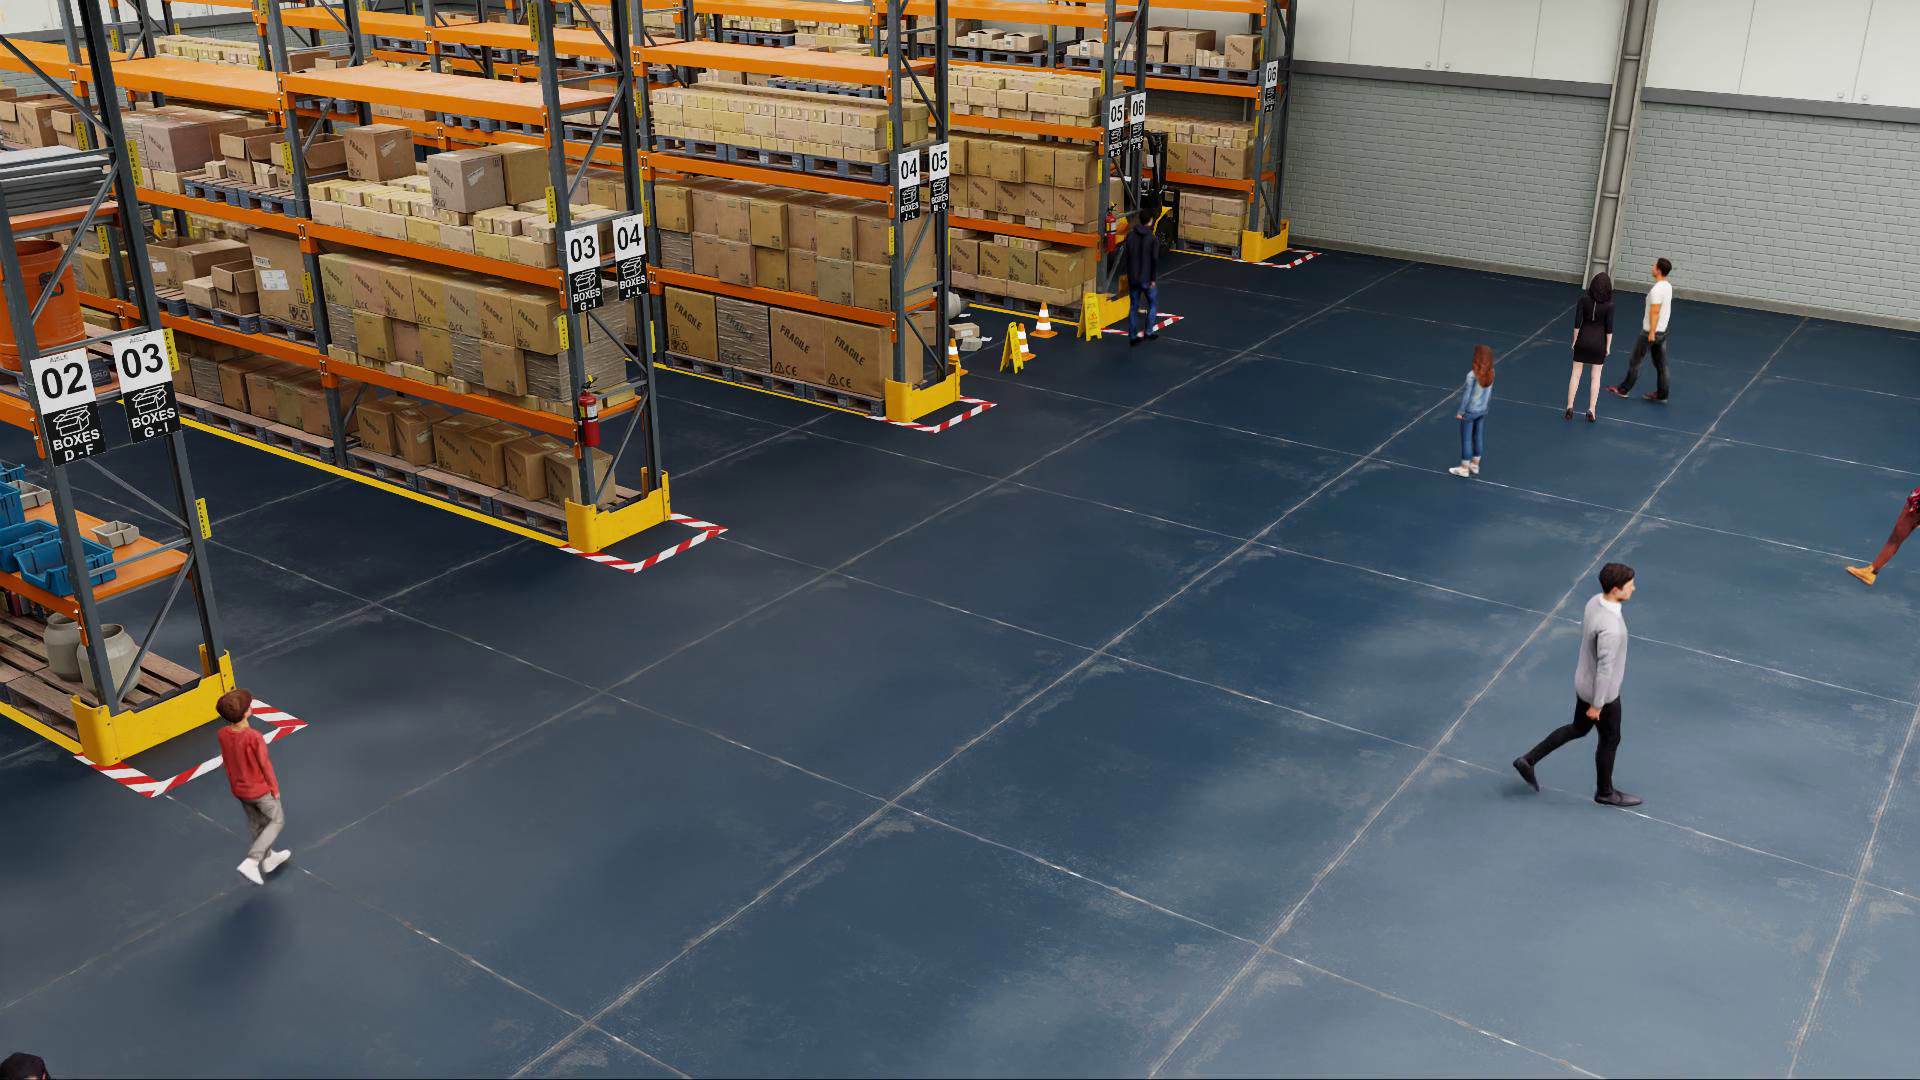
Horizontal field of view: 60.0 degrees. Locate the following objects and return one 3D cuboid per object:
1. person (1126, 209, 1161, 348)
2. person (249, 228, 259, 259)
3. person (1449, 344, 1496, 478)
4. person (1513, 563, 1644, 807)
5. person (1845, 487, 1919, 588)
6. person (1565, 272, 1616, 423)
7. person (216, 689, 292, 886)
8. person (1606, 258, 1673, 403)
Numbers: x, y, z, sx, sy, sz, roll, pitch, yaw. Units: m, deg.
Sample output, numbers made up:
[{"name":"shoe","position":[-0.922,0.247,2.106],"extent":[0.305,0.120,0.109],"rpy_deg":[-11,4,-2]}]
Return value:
[{"name":"person","position":[2.439,-3.568,22.770],"extent":[0.690,1.875,0.782],"rpy_deg":[12,26,25]},{"name":"person","position":[-9.432,-3.365,22.455],"extent":[0.634,1.748,0.697],"rpy_deg":[18,29,36]},{"name":"person","position":[5.657,-1.427,18.247],"extent":[0.627,1.476,0.610],"rpy_deg":[-15,27,-32]},{"name":"person","position":[4.473,1.027,11.918],"extent":[1.288,1.911,1.094],"rpy_deg":[2,23,5]},{"name":"person","position":[8.960,-0.232,15.181],"extent":[1.254,1.674,1.002],"rpy_deg":[3,23,6]},{"name":"person","position":[7.534,-2.301,19.880],"extent":[0.430,1.806,0.654],"rpy_deg":[14,27,29]},{"name":"person","position":[-4.740,1.663,11.064],"extent":[0.740,1.410,0.695],"rpy_deg":[8,24,18]},{"name":"person","position":[8.660,-2.554,20.515],"extent":[0.980,1.775,0.714],"rpy_deg":[19,29,37]}]
